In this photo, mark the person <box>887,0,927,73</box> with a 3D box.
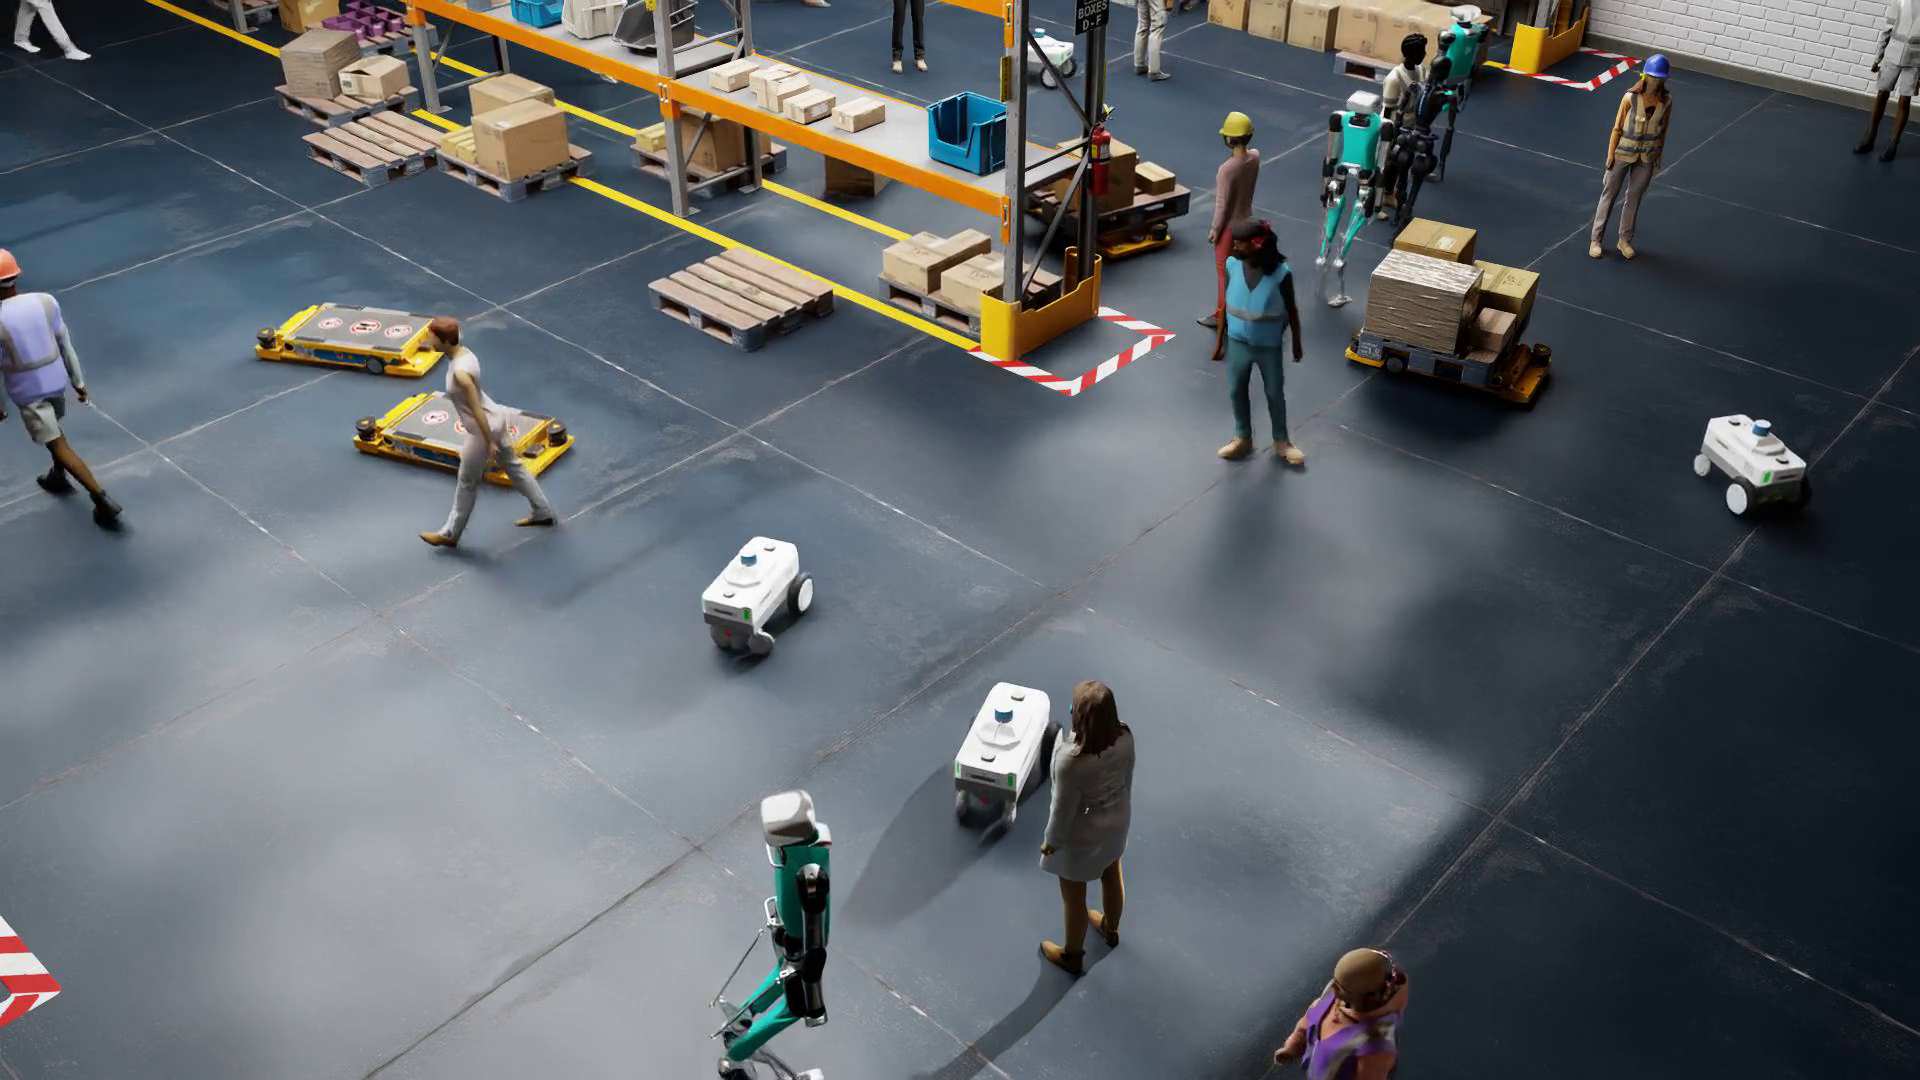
[{"bbox_3d":[-0.562,-6.053,18.192,0.513,1.844,0.330,-7,35,-10],"label":"person"}]

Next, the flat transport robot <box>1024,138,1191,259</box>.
[{"bbox_3d":[1.224,-2.933,15.060,0.659,0.231,1.431,-20,39,-26],"label":"flat transport robot"}]

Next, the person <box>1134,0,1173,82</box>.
[{"bbox_3d":[2.084,-5.915,17.952,0.407,1.892,0.537,-22,40,-28],"label":"person"}]

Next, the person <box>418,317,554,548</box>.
[{"bbox_3d":[-3.134,-0.688,10.632,0.896,1.599,0.462,-6,35,-9],"label":"person"}]

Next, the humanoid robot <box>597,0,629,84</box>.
[{"bbox_3d":[-3.910,-5.752,17.954,0.743,1.896,0.551,28,43,34],"label":"humanoid robot"}]

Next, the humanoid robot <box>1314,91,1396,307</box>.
[{"bbox_3d":[3.083,-2.649,13.371,0.539,1.808,0.673,18,38,24],"label":"humanoid robot"}]

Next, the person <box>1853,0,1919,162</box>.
[{"bbox_3d":[9.124,-4.645,16.089,0.546,1.925,0.387,29,44,35],"label":"person"}]

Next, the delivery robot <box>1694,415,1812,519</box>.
[{"bbox_3d":[5.399,-0.530,11.324,0.499,0.591,0.781,-8,35,-12],"label":"delivery robot"}]

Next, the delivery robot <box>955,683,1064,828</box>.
[{"bbox_3d":[0.238,1.115,8.953,0.499,0.606,0.807,11,36,16],"label":"delivery robot"}]

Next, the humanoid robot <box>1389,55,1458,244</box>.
[{"bbox_3d":[3.987,-3.427,14.569,0.612,1.619,0.680,28,44,35],"label":"humanoid robot"}]

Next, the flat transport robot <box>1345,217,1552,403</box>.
[{"bbox_3d":[3.788,-1.442,12.899,1.431,0.231,0.659,18,39,25],"label":"flat transport robot"}]

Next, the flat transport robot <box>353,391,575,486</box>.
[{"bbox_3d":[-3.550,-0.742,11.885,1.431,0.231,0.659,13,37,18],"label":"flat transport robot"}]

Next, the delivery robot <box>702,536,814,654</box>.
[{"bbox_3d":[-1.244,0.303,10.134,0.514,0.611,0.782,13,37,18],"label":"delivery robot"}]

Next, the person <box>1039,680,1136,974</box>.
[{"bbox_3d":[0.581,1.313,7.681,0.487,1.659,0.340,-24,41,-30],"label":"person"}]

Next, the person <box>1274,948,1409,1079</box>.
[{"bbox_3d":[1.435,2.168,6.421,0.427,1.689,0.502,0,35,1],"label":"person"}]

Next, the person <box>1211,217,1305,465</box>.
[{"bbox_3d":[2.091,-1.341,11.373,0.684,1.837,0.436,16,38,21],"label":"person"}]

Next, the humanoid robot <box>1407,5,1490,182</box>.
[{"bbox_3d":[4.432,-4.142,15.604,0.539,1.863,0.778,-17,38,-22],"label":"humanoid robot"}]

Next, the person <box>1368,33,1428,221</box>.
[{"bbox_3d":[3.944,-3.725,14.957,0.530,1.689,0.322,-28,43,-34],"label":"person"}]

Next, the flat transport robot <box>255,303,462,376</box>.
[{"bbox_3d":[-4.744,-1.586,13.108,1.431,0.231,0.659,8,35,11],"label":"flat transport robot"}]

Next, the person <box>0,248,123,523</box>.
[{"bbox_3d":[-5.975,-1.006,10.839,0.977,1.896,0.550,18,39,25],"label":"person"}]

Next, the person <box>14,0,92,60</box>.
[{"bbox_3d":[-10.423,-6.307,18.557,1.019,1.855,0.635,3,35,5],"label":"person"}]

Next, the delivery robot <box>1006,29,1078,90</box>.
[{"bbox_3d":[0.887,-5.276,18.218,0.816,0.612,0.499,14,37,20],"label":"delivery robot"}]

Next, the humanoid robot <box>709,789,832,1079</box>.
[{"bbox_3d":[-0.834,1.785,6.877,0.671,1.749,0.551,-9,36,-13],"label":"humanoid robot"}]

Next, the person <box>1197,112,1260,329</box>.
[{"bbox_3d":[2.138,-2.524,13.150,0.310,1.767,0.523,24,41,31],"label":"person"}]

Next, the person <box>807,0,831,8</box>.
[{"bbox_3d":[-1.735,-7.322,20.107,0.385,1.753,0.502,2,35,3],"label":"person"}]

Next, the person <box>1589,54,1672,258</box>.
[{"bbox_3d":[5.764,-3.270,14.217,0.463,1.780,0.305,1,35,1],"label":"person"}]
